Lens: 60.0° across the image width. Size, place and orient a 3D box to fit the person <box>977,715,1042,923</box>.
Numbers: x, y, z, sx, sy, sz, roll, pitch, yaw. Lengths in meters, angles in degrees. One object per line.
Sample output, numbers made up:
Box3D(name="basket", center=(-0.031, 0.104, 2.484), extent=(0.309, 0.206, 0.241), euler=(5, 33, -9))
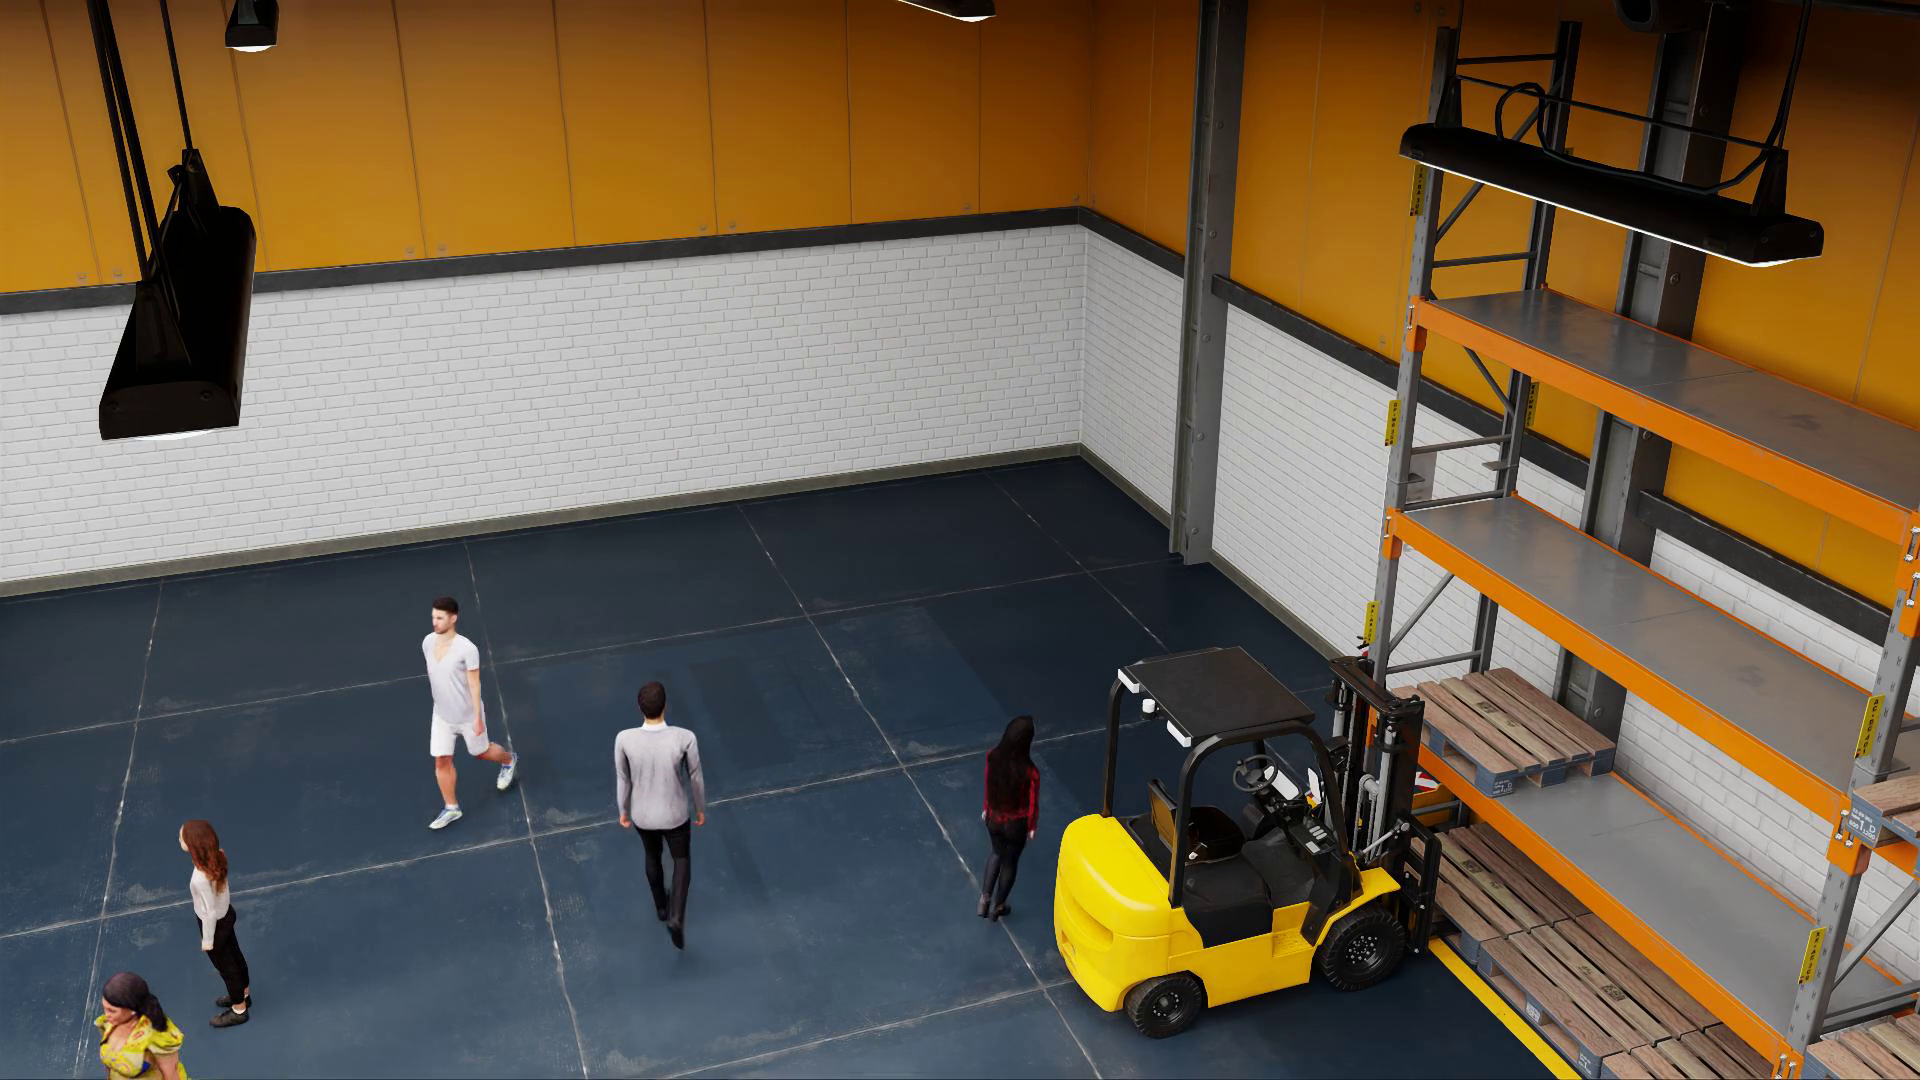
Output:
Box3D(name="person", center=(0.294, 1.985, 11.400), extent=(0.776, 1.638, 0.837), euler=(13, 27, 27))

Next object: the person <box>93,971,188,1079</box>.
Box3D(name="person", center=(-4.362, 3.004, 9.070), extent=(1.115, 1.638, 1.180), euler=(11, 26, 23))

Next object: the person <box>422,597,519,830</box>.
Box3D(name="person", center=(-3.792, 1.267, 12.810), extent=(1.176, 1.825, 1.238), euler=(10, 26, 22))

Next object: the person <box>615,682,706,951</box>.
Box3D(name="person", center=(-2.042, 1.884, 11.300), extent=(0.934, 1.904, 1.137), euler=(-1, 24, -3))

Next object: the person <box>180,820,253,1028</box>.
Box3D(name="person", center=(-4.725, 2.421, 10.593), extent=(0.632, 1.485, 0.480), euler=(-4, 24, -9))
